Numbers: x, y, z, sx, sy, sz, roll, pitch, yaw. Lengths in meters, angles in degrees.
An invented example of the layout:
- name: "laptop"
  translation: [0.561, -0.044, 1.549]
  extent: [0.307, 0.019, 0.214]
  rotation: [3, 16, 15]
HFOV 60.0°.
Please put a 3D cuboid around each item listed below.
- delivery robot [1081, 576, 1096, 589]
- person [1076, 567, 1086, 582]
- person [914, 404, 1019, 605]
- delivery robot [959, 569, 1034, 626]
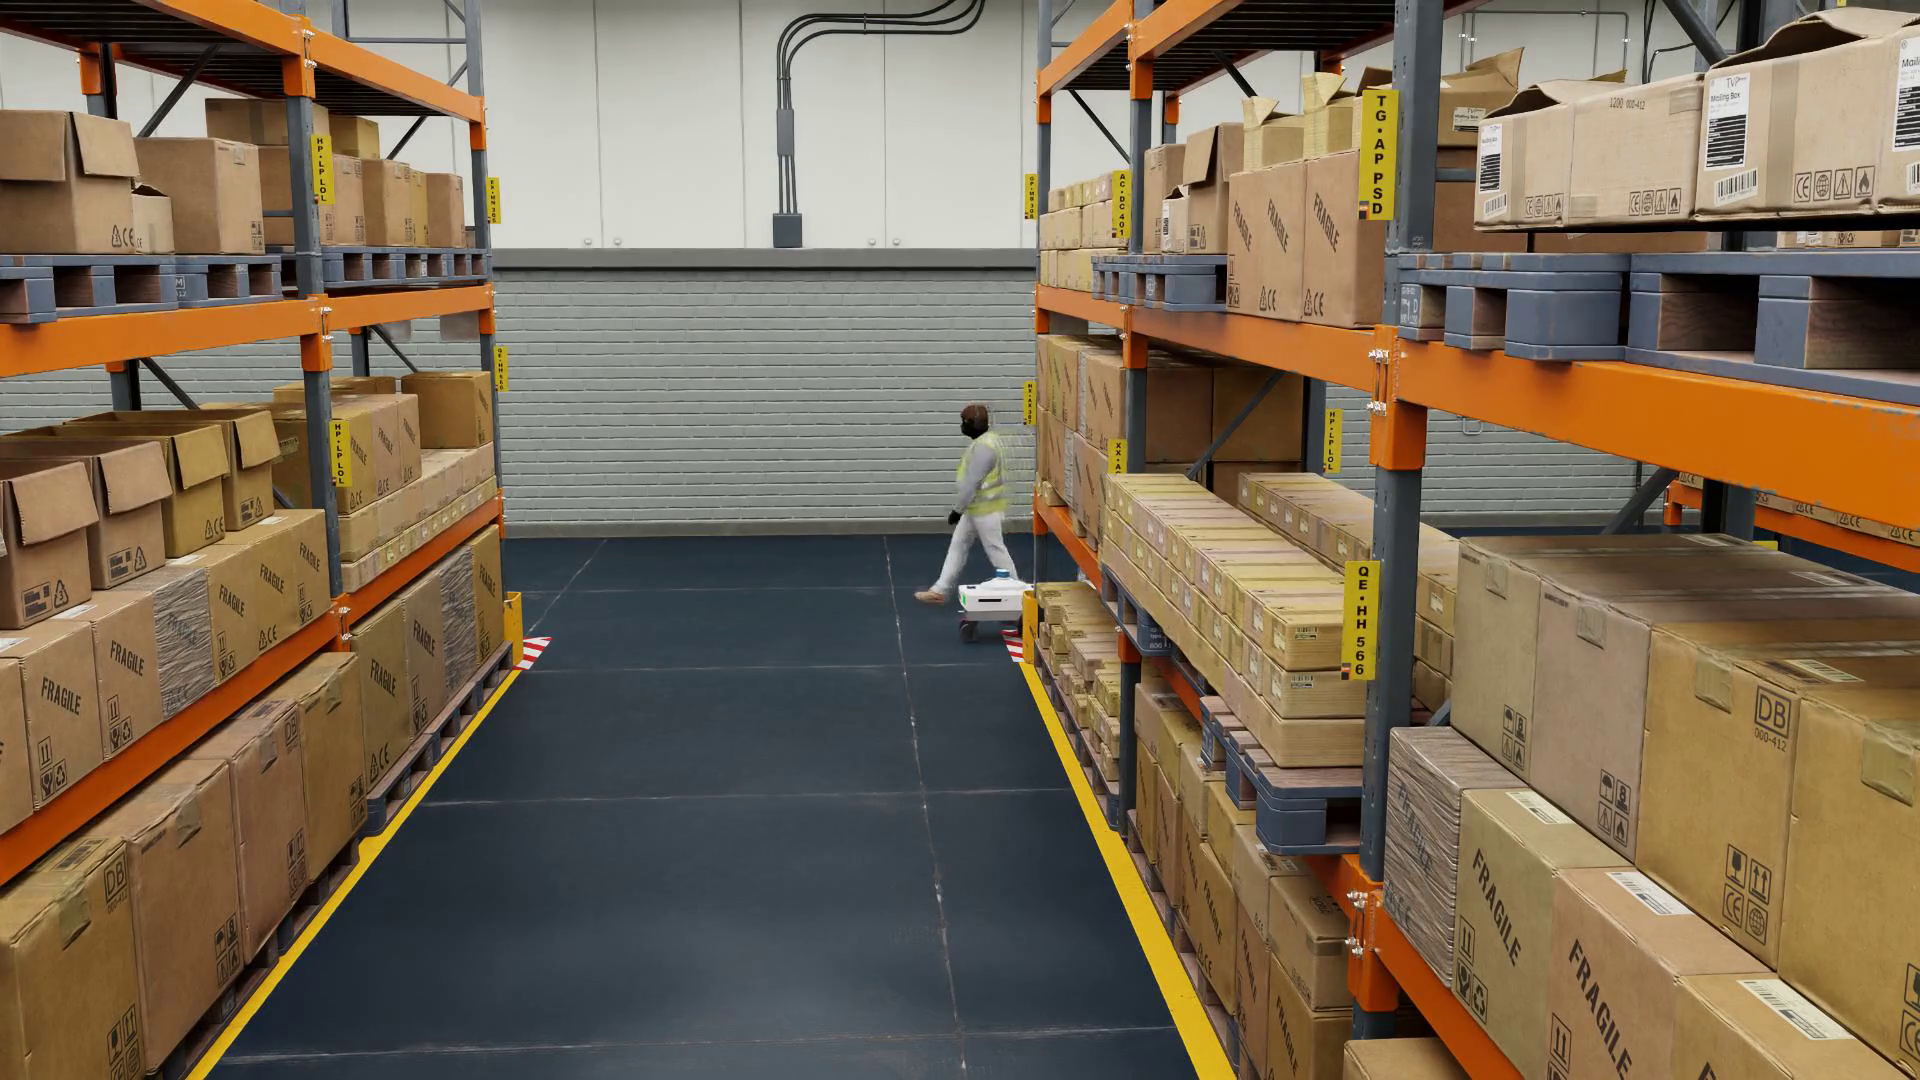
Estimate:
- name: "delivery robot"
  translation: [1.041, 0.494, 13.128]
  extent: [0.707, 0.478, 0.477]
  rotation: [-5, 11, -29]
- name: "person"
  translation: [1.204, -0.389, 14.978]
  extent: [0.432, 1.812, 0.669]
  rotation: [-4, 10, -20]
- name: "person"
  translation: [0.132, -0.278, 14.342]
  extent: [0.945, 1.784, 0.650]
  rotation: [-1, 10, -7]
- name: "delivery robot"
  translation: [0.343, 0.475, 13.239]
  extent: [0.707, 0.478, 0.477]
  rotation: [-1, 10, -4]
